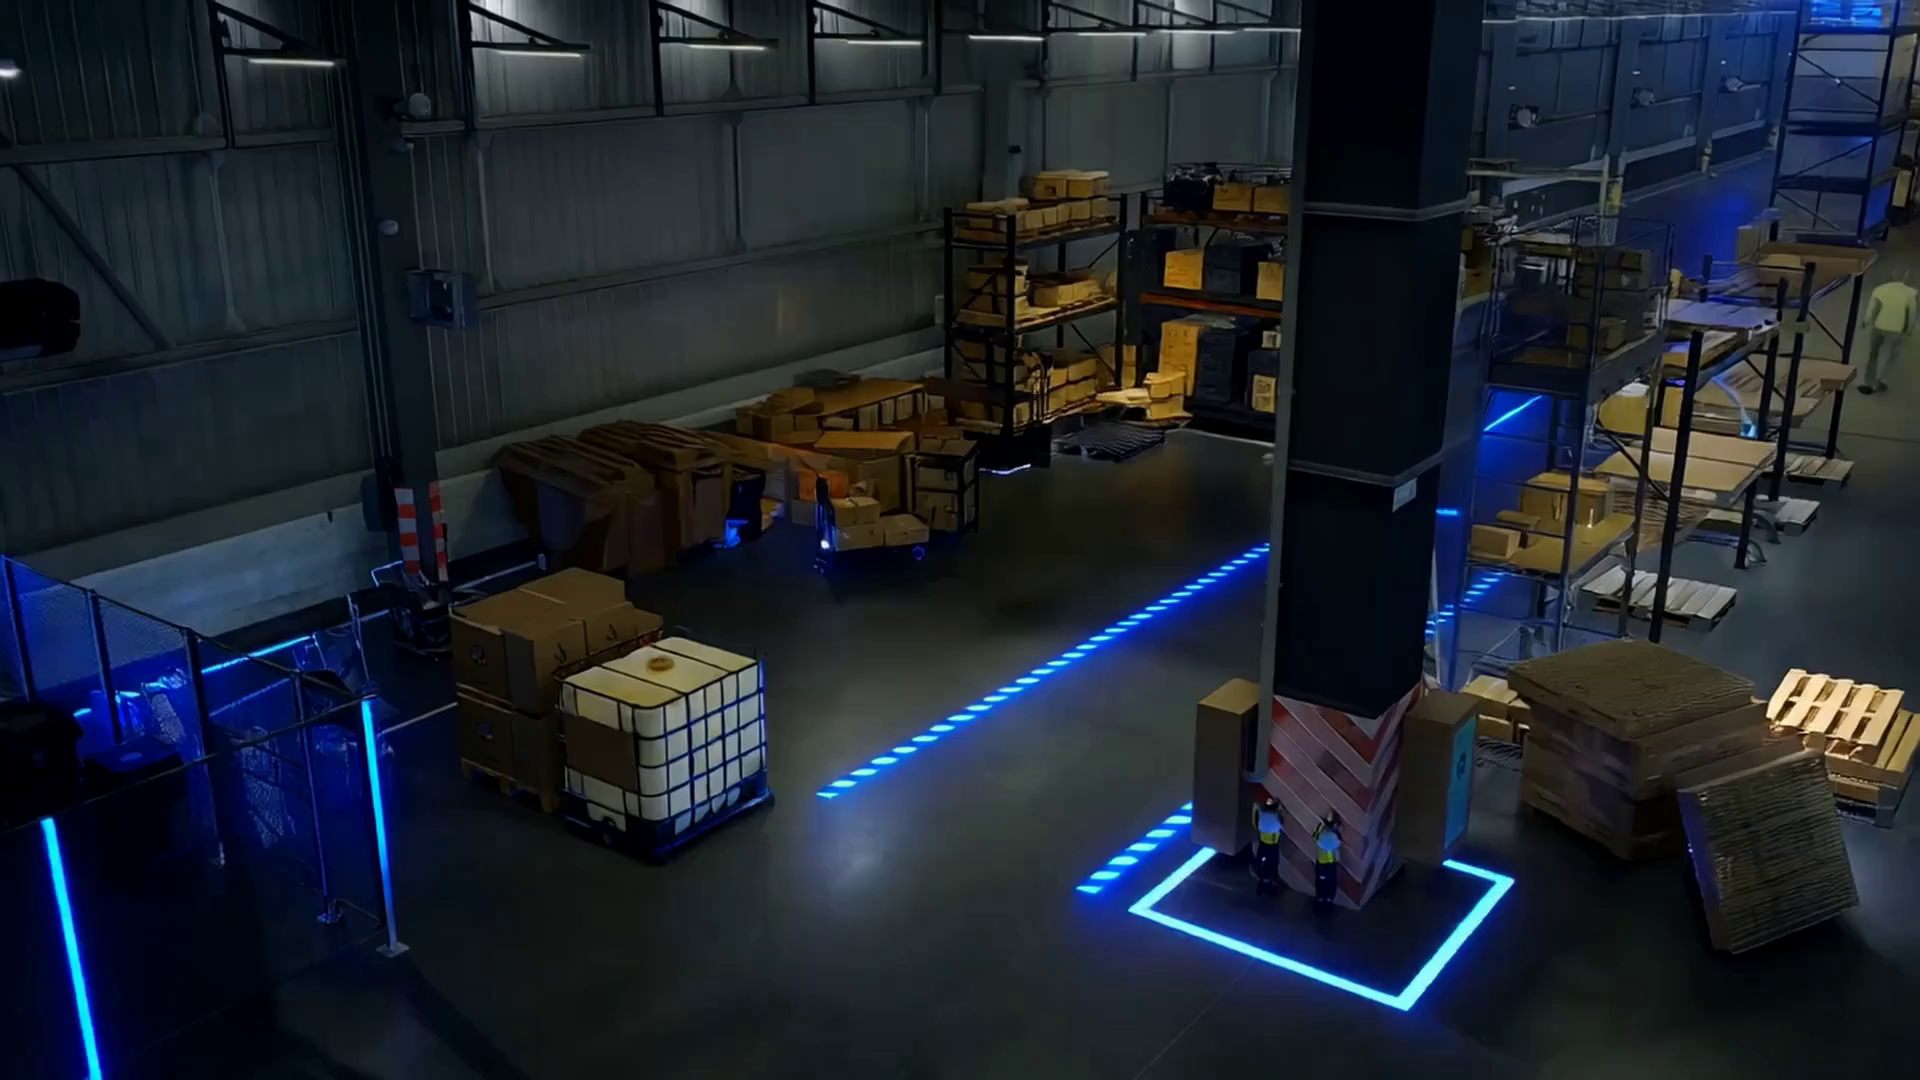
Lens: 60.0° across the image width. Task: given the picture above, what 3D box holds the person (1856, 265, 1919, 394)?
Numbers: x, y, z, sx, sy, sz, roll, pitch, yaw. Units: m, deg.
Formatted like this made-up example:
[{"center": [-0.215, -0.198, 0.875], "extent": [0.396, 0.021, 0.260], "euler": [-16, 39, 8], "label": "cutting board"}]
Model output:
[{"center": [13.762, -3.126, 24.711], "extent": [0.725, 1.912, 0.569], "euler": [10, 20, 27], "label": "person"}]
